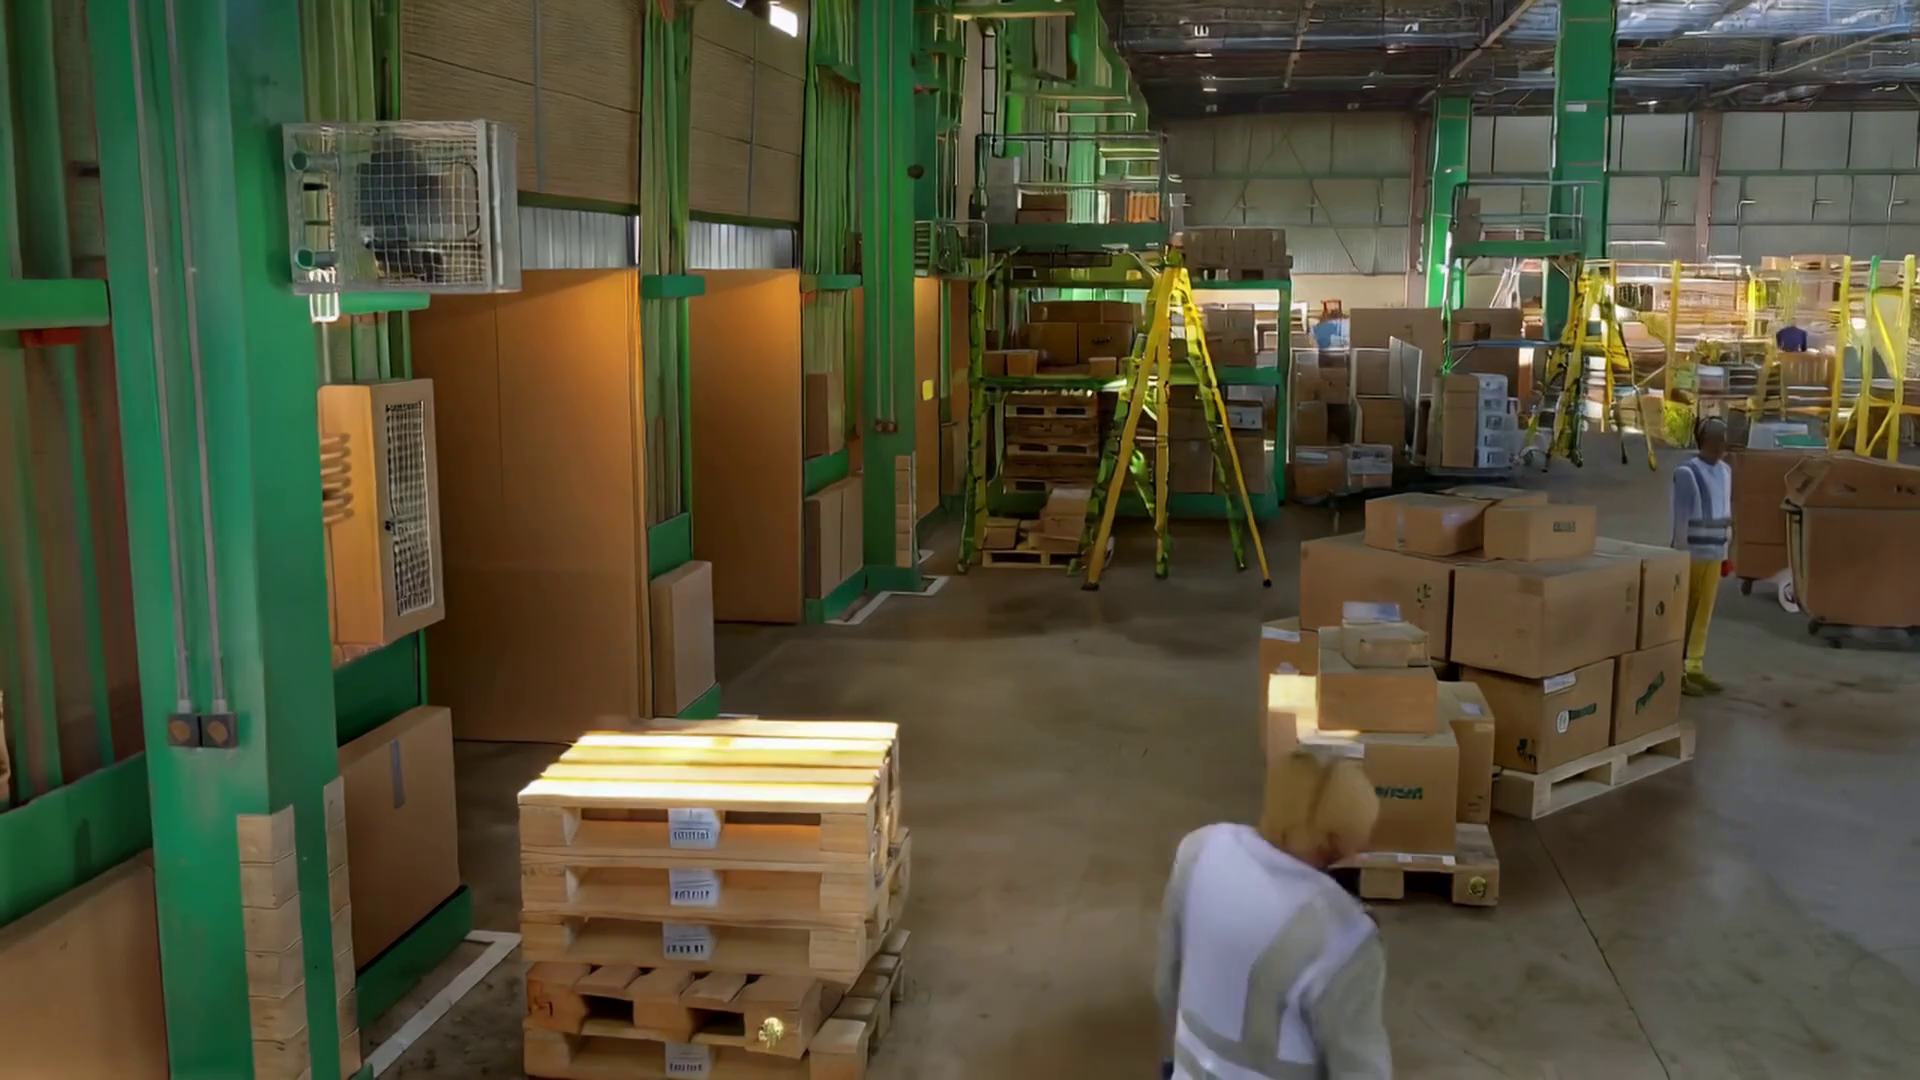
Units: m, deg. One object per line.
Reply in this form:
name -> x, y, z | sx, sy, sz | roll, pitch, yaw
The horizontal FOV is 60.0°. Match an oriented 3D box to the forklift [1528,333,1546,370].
forklift -> 16.905, -6.052, 46.094 | 1.873, 2.768, 1.129 | -3, 10, -19

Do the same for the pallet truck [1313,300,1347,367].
pallet truck -> 11.159, -6.200, 49.718 | 0.823, 1.965, 1.885 | 4, 10, 26

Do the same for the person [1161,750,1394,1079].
person -> 0.724, 1.335, 3.881 | 0.435, 1.803, 0.720 | -4, 10, -23

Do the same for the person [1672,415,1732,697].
person -> 4.987, 0.104, 11.189 | 0.587, 1.882, 0.342 | -7, 12, -37

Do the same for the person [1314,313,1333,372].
person -> 10.215, -5.526, 46.602 | 0.537, 1.662, 0.845 | 9, 13, 43

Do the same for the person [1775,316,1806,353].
person -> 17.606, -3.809, 35.352 | 0.633, 1.887, 1.030 | 1, 9, 8

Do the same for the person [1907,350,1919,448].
person -> 15.496, -2.341, 26.738 | 0.335, 1.735, 0.484 | 5, 10, 28

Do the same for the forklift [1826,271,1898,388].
forklift -> 21.070, -4.771, 38.191 | 1.873, 2.768, 1.129 | 1, 9, 9
